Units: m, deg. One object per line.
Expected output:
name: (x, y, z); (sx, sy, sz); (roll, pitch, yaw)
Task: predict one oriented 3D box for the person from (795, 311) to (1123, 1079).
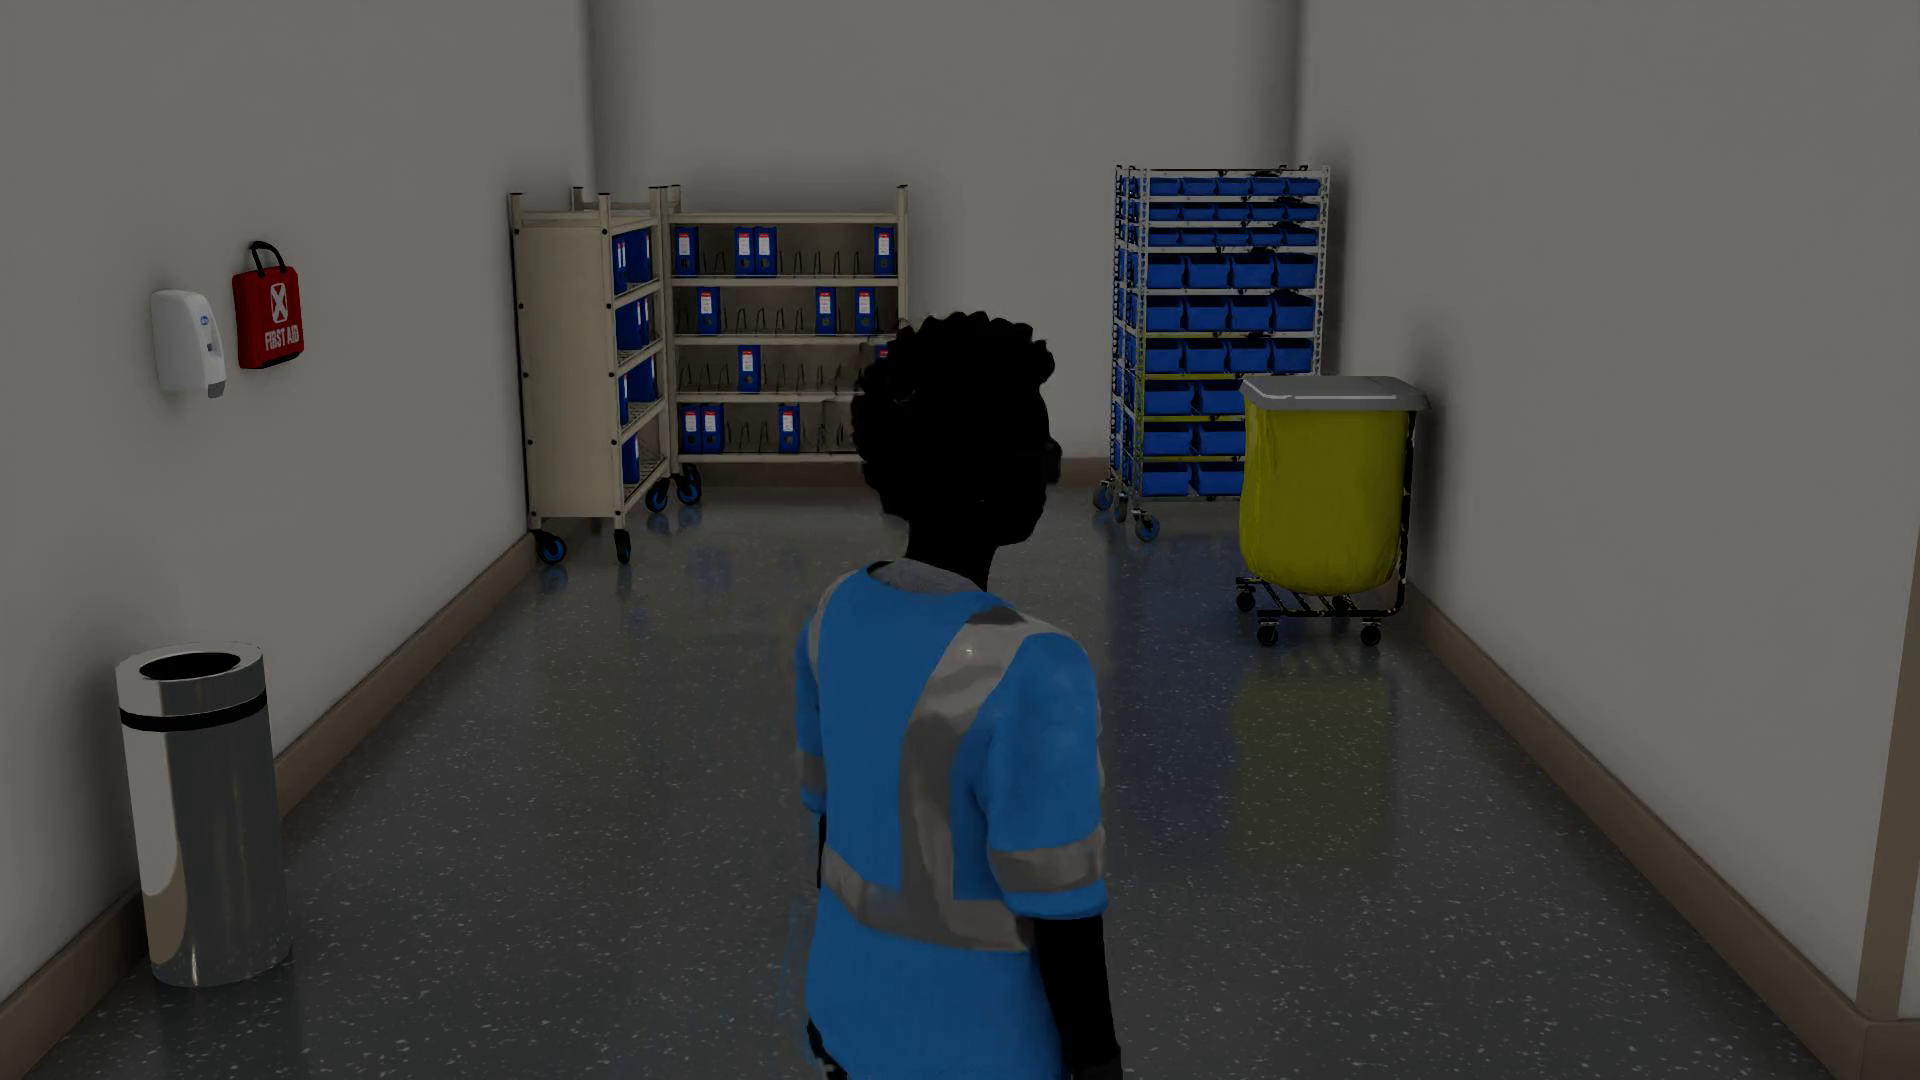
person: (-0.074, 0.573, 1.928); (0.777, 1.672, 0.530); (-6, 14, -24)
